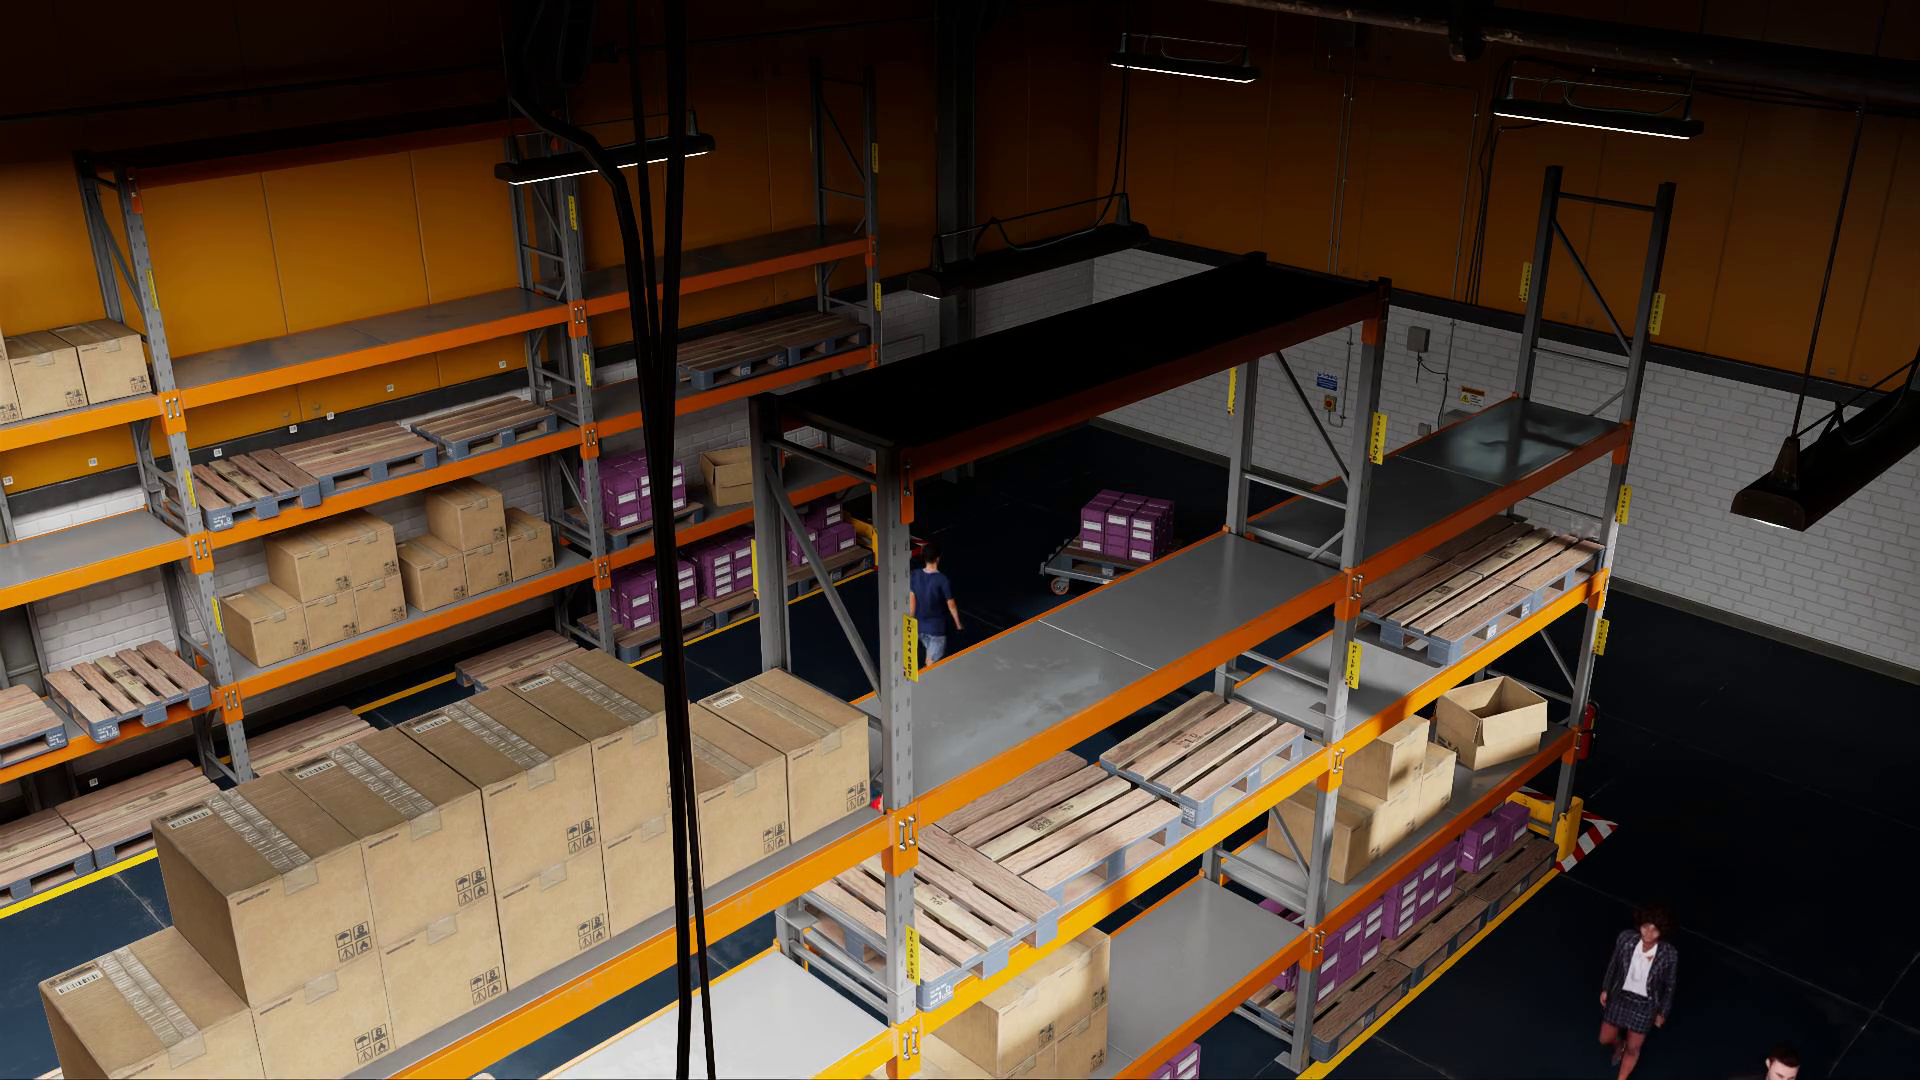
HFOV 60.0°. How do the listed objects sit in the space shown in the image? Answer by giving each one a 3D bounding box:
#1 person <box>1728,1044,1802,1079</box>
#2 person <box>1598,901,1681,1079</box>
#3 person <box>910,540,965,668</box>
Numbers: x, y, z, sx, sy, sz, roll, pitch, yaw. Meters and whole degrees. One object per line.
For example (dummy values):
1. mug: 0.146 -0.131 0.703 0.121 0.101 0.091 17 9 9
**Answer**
1. person: 4.894 3.825 10.266 0.935 1.888 1.093 9 25 20
2. person: 4.805 3.255 11.821 0.688 1.687 0.759 16 29 33
3. person: -0.331 0.926 16.985 0.720 1.819 0.958 16 28 32
